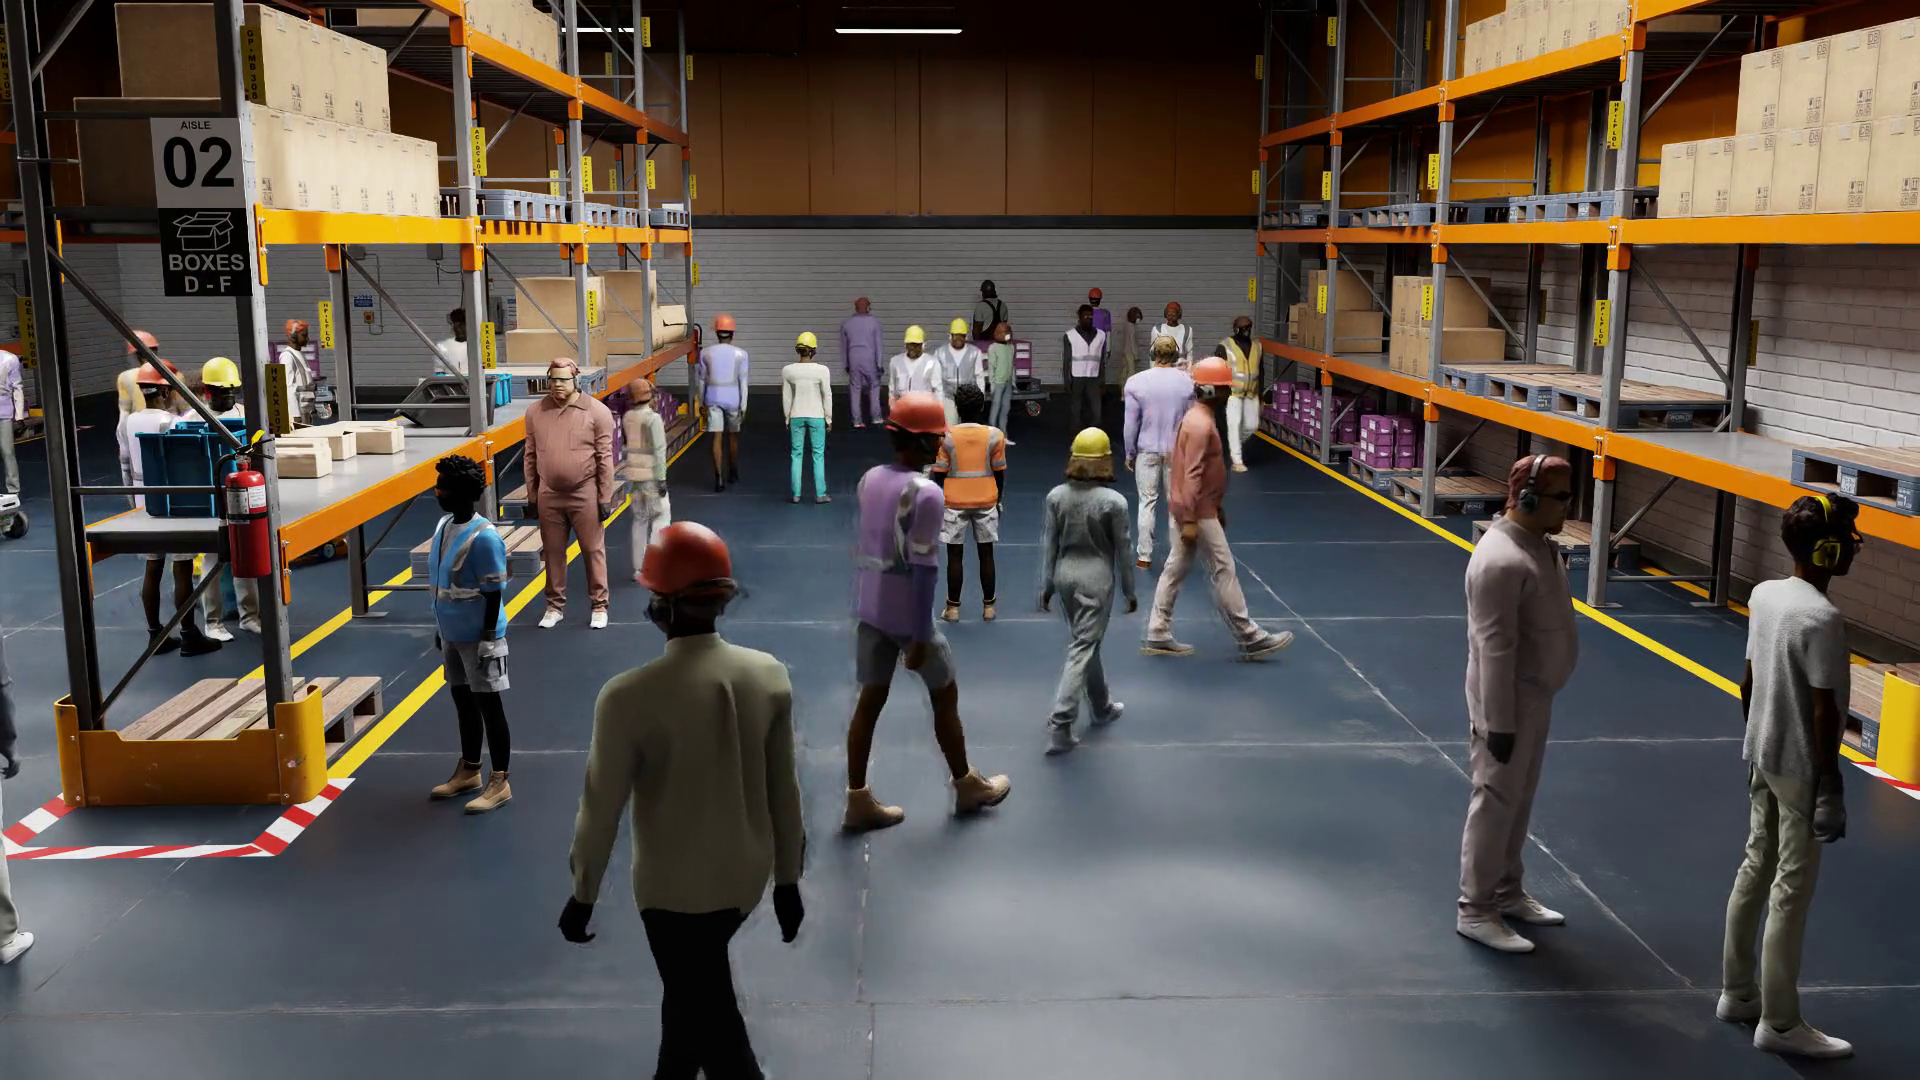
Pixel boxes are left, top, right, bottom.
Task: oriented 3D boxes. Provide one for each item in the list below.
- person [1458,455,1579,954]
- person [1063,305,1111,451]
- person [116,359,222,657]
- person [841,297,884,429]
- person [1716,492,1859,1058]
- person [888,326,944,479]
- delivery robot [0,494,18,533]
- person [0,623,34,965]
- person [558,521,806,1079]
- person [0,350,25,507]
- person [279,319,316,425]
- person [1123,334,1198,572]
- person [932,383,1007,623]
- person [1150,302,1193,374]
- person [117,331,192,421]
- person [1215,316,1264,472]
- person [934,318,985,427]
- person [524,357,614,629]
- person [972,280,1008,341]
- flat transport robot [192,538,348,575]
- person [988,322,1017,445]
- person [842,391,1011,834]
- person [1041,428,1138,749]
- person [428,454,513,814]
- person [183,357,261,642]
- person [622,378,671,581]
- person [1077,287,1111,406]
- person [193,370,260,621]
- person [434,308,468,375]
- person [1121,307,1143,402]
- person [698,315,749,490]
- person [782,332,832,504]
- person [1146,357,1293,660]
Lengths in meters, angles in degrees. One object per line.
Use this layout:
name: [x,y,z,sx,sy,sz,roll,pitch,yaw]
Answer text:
person: [2.134,0.615,6.340,0.400,1.896,0.649,6,12,31]
person: [1.616,-2.012,20.997,0.616,1.881,0.904,-3,11,-18]
person: [-5.132,-0.202,10.776,0.543,1.933,0.363,3,11,14]
person: [-1.356,-2.568,24.083,0.680,1.876,0.815,3,11,18]
person: [2.786,0.769,5.538,0.327,1.874,0.519,-1,10,-3]
person: [-0.482,-1.374,17.686,0.614,1.800,0.769,2,10,10]
delivery robot: [-8.814,-0.287,14.827,0.707,0.478,0.477,1,10,3]
person: [-3.730,0.785,6.107,0.498,1.634,0.280,-4,11,-19]
person: [-0.696,0.922,4.515,1.063,1.946,0.610,8,13,38]
person: [-9.734,-1.264,16.713,0.592,1.923,0.381,-3,11,-16]
person: [-6.835,-1.336,17.228,0.355,1.884,0.575,-2,10,-11]
person: [1.643,-0.698,13.515,0.635,1.938,0.359,1,10,4]
person: [0.063,-0.257,11.726,0.539,1.700,0.317,-2,10,-11]
person: [2.828,-2.237,22.249,0.576,1.882,0.352,0,10,-1]
person: [-7.103,-0.907,14.798,0.613,1.883,0.940,-3,11,-17]
person: [3.276,-1.724,19.541,0.634,1.825,0.541,-4,11,-19]
person: [-0.011,-1.736,19.722,0.603,1.799,0.886,0,10,-1]
person: [-2.714,-0.316,11.524,0.639,1.899,0.395,1,10,7]
person: [0.454,-3.419,28.395,0.677,2.000,0.536,-8,13,-39]
flat transport robot: [-5.735,0.079,13.837,0.652,0.197,1.431,4,11,21]
person: [0.555,-2.044,21.871,0.267,1.631,0.506,9,13,40]
person: [-0.179,0.320,7.653,0.948,2.001,0.622,-8,13,-39]
person: [0.691,0.243,8.950,0.498,1.695,0.895,7,13,35]
person: [-2.327,0.438,7.867,0.535,1.697,0.318,10,14,44]
person: [-4.930,-0.273,11.221,0.399,1.919,0.589,6,12,31]
person: [-2.501,-0.476,13.202,0.550,1.609,0.352,10,14,43]
person: [2.194,-3.152,27.196,0.551,1.934,0.373,1,10,7]
person: [-5.183,-0.305,11.631,0.442,1.825,0.601,-4,11,-20]
person: [-5.565,-1.609,18.601,0.608,1.942,0.596,0,10,-1]
person: [2.881,-3.116,27.945,0.333,1.598,0.644,0,10,-2]
person: [-2.581,-1.508,18.175,0.554,1.893,0.985,-1,10,-6]
person: [-1.559,-1.242,17.035,0.525,1.769,0.313,2,10,9]
person: [1.660,-0.189,10.638,0.981,1.946,0.652,1,10,4]
